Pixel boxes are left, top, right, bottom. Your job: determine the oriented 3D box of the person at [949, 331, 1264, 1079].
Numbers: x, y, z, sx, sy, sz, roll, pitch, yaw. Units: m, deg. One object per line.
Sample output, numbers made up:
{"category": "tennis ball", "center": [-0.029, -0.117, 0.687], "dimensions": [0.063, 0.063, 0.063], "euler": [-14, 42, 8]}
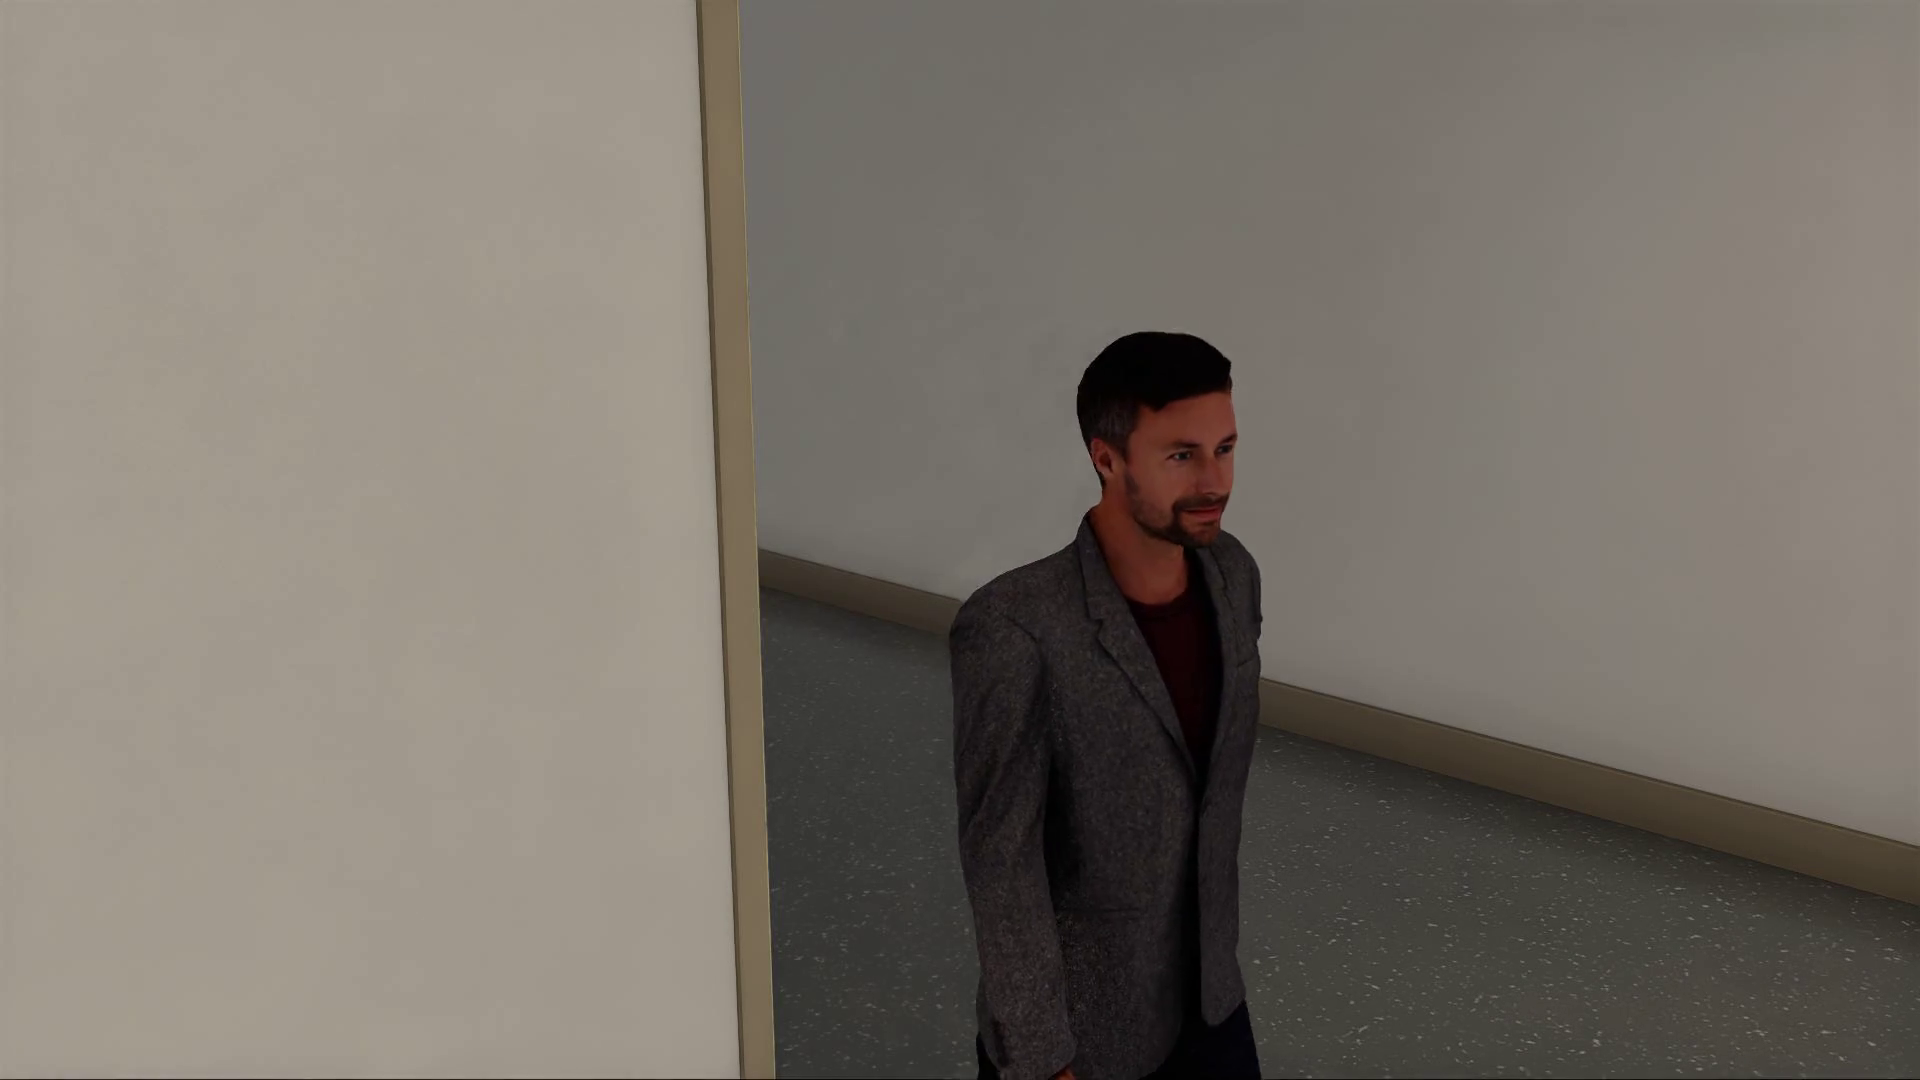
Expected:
{"category": "person", "center": [0.145, 0.628, 2.383], "dimensions": [1.250, 1.823, 0.987], "euler": [-11, 19, -34]}
